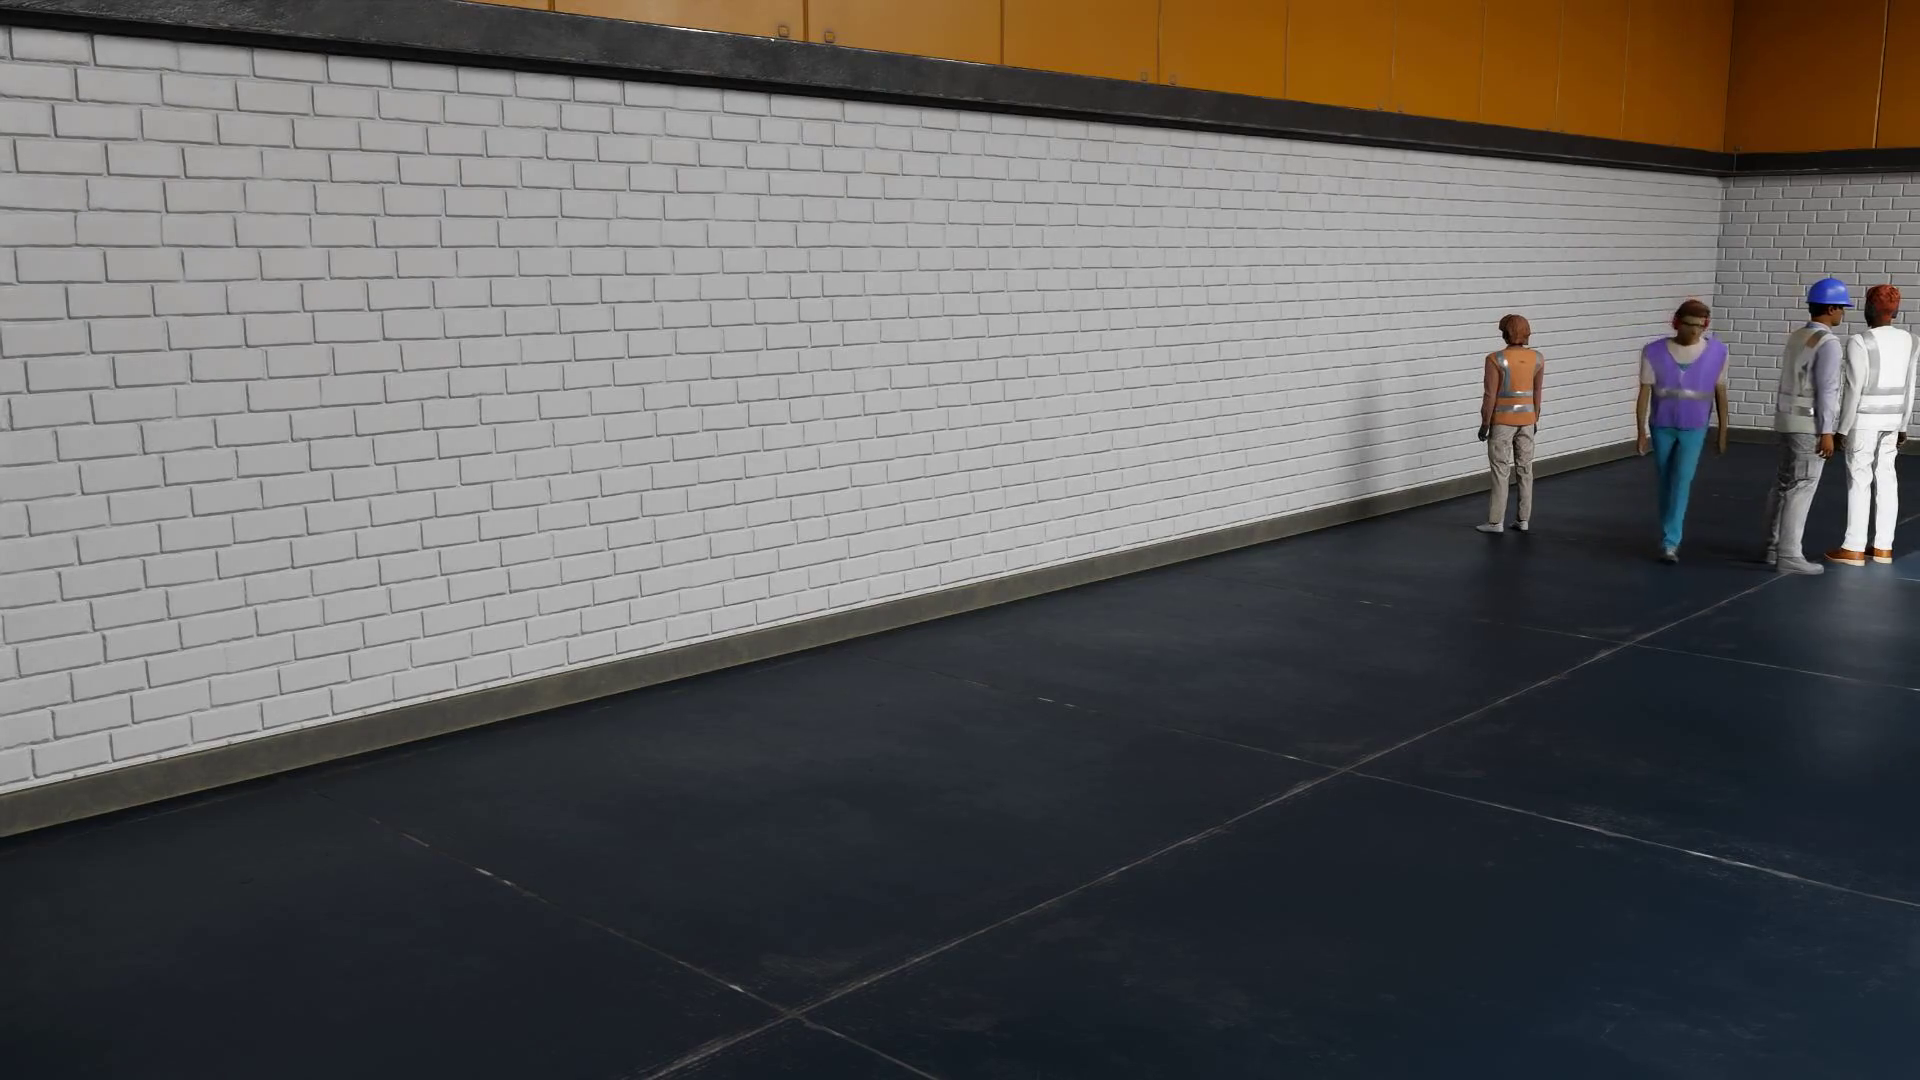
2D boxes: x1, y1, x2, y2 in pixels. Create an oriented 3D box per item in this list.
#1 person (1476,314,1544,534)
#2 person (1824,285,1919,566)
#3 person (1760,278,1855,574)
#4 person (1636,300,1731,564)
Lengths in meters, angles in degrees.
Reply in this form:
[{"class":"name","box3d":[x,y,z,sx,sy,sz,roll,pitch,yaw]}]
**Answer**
[{"class":"person","box3d":[4.108,-0.858,12.410,0.516,1.641,0.308,-4,11,-20]},{"class":"person","box3d":[6.137,-0.766,11.190,0.586,1.882,0.341,-3,10,-17]},{"class":"person","box3d":[5.602,-0.748,10.967,0.436,1.935,0.623,1,10,7]},{"class":"person","box3d":[4.955,-0.752,11.425,0.581,1.783,0.966,5,11,27]}]
